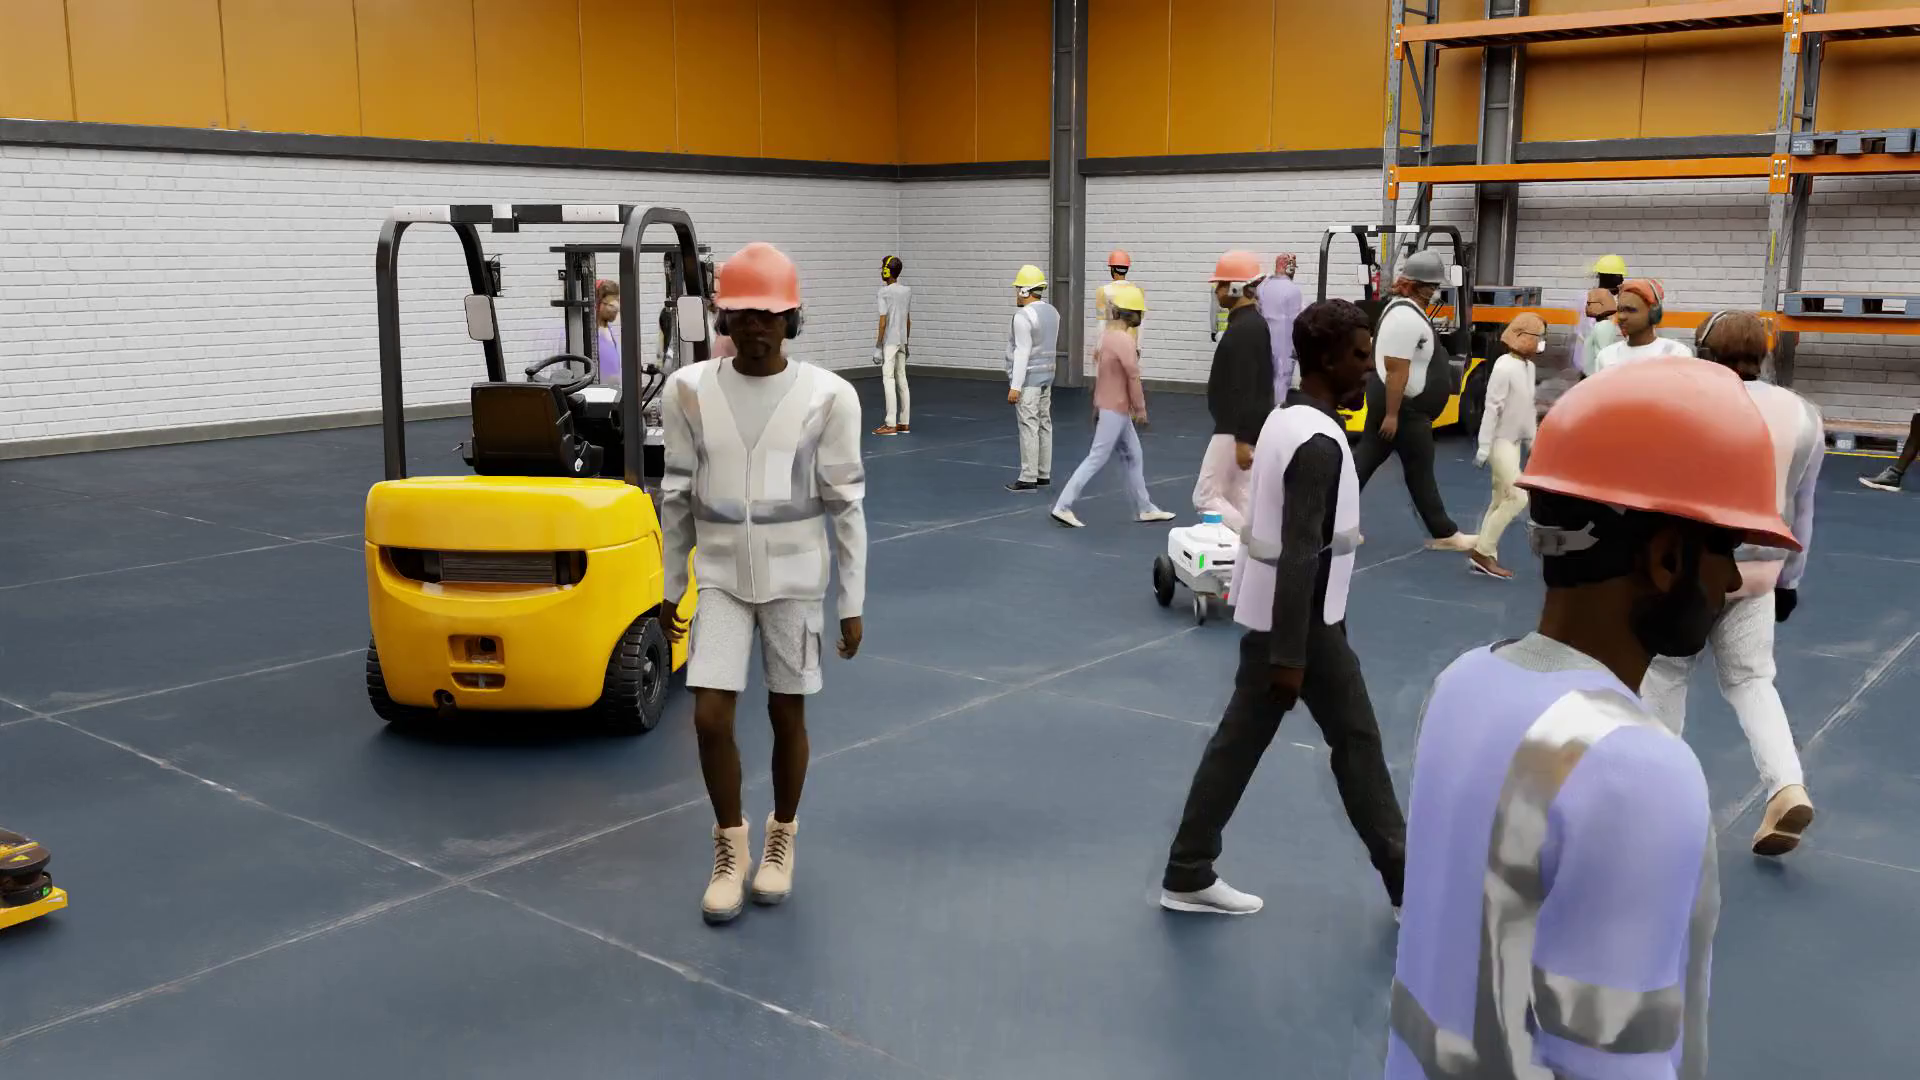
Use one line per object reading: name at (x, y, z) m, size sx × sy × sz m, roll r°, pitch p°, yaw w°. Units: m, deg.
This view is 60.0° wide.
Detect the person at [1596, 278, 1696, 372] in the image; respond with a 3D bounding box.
person at (3.345, -0.346, 8.144) m, size 0.844 × 1.862 × 0.579 m, roll -6°, pitch 12°, yaw -29°

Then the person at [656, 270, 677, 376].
person at (-2.207, -1.273, 13.302) m, size 0.429 × 1.846 × 0.625 m, roll 4°, pitch 11°, yaw 21°

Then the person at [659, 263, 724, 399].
person at (-1.795, -1.001, 11.703) m, size 0.666 × 1.874 × 0.580 m, roll 9°, pitch 13°, yaw 40°

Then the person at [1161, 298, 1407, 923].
person at (1.069, 0.230, 4.906) m, size 0.990 × 1.861 × 0.616 m, roll 0°, pitch 10°, yaw 2°

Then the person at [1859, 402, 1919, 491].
person at (7.830, -1.291, 13.213) m, size 0.998 × 1.913 × 0.622 m, roll 6°, pitch 12°, yaw 28°

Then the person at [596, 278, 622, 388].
person at (-2.398, -0.789, 10.745) m, size 0.896 × 1.801 × 0.592 m, roll -1°, pitch 10°, yaw -4°

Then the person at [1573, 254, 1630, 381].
person at (5.648, -1.559, 14.713) m, size 0.426 × 1.910 × 0.598 m, roll 3°, pitch 11°, yaw 18°

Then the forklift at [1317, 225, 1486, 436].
forklift at (4.449, -2.115, 16.993) m, size 1.214 × 2.155 × 2.313 m, roll 8°, pitch 13°, yaw 38°

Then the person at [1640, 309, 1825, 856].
person at (2.582, 0.133, 5.604) m, size 0.635 × 1.814 × 0.850 m, roll -1°, pitch 10°, yaw -7°

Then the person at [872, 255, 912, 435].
person at (-0.718, -2.040, 17.467) m, size 0.328 × 1.877 × 0.513 m, roll 8°, pitch 13°, yaw 37°

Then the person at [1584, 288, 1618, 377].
person at (5.365, -1.295, 13.999) m, size 0.271 × 1.632 × 0.503 m, roll 5°, pitch 11°, yaw 24°

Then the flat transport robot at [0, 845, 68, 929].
flat transport robot at (-3.442, 0.996, 5.085) m, size 1.431 × 0.197 × 0.652 m, roll 7°, pitch 12°, yaw 33°

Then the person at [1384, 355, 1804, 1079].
person at (0.692, 0.756, 1.866) m, size 0.553 × 1.907 × 0.575 m, roll -1°, pitch 10°, yaw -3°

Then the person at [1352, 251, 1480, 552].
person at (2.880, -0.936, 10.884) m, size 1.044 × 2.000 × 0.790 m, roll 1°, pitch 10°, yaw 5°

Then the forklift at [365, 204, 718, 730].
forklift at (-1.766, -0.406, 7.525) m, size 1.214 × 2.155 × 2.313 m, roll 1°, pitch 10°, yaw 7°

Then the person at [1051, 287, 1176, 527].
person at (1.077, -0.936, 11.808) m, size 0.935 × 1.714 × 0.507 m, roll -1°, pitch 10°, yaw -6°

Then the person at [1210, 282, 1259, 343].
person at (3.455, -2.634, 20.851) m, size 0.633 × 1.839 × 0.429 m, roll 3°, pitch 11°, yaw 17°

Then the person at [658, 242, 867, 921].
person at (-0.604, 0.143, 4.952) m, size 0.654 × 2.020 × 0.648 m, roll 1°, pitch 10°, yaw 4°

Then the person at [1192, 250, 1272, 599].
person at (1.549, -0.620, 9.305) m, size 0.460 × 1.979 × 0.621 m, roll 4°, pitch 11°, yaw 22°

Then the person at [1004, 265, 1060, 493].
person at (0.565, -1.296, 13.453) m, size 0.403 × 1.834 × 0.588 m, roll 6°, pitch 12°, yaw 30°

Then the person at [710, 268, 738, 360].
person at (-1.392, -0.732, 10.299) m, size 0.843 × 1.882 × 0.664 m, roll -3°, pitch 11°, yaw -16°

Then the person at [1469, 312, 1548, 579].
person at (3.250, -0.548, 9.913) m, size 0.400 × 1.607 × 0.566 m, roll 8°, pitch 13°, yaw 39°

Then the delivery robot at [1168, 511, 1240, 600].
delivery robot at (1.374, 0.086, 9.080) m, size 0.477 × 0.478 × 0.707 m, roll -1°, pitch 10°, yaw -7°

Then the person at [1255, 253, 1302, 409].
person at (3.423, -2.091, 17.686) m, size 0.403 × 1.900 × 0.636 m, roll -6°, pitch 12°, yaw -31°

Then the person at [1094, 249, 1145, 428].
person at (1.643, -2.040, 17.288) m, size 0.545 × 1.938 × 0.358 m, roll -4°, pitch 11°, yaw -22°
